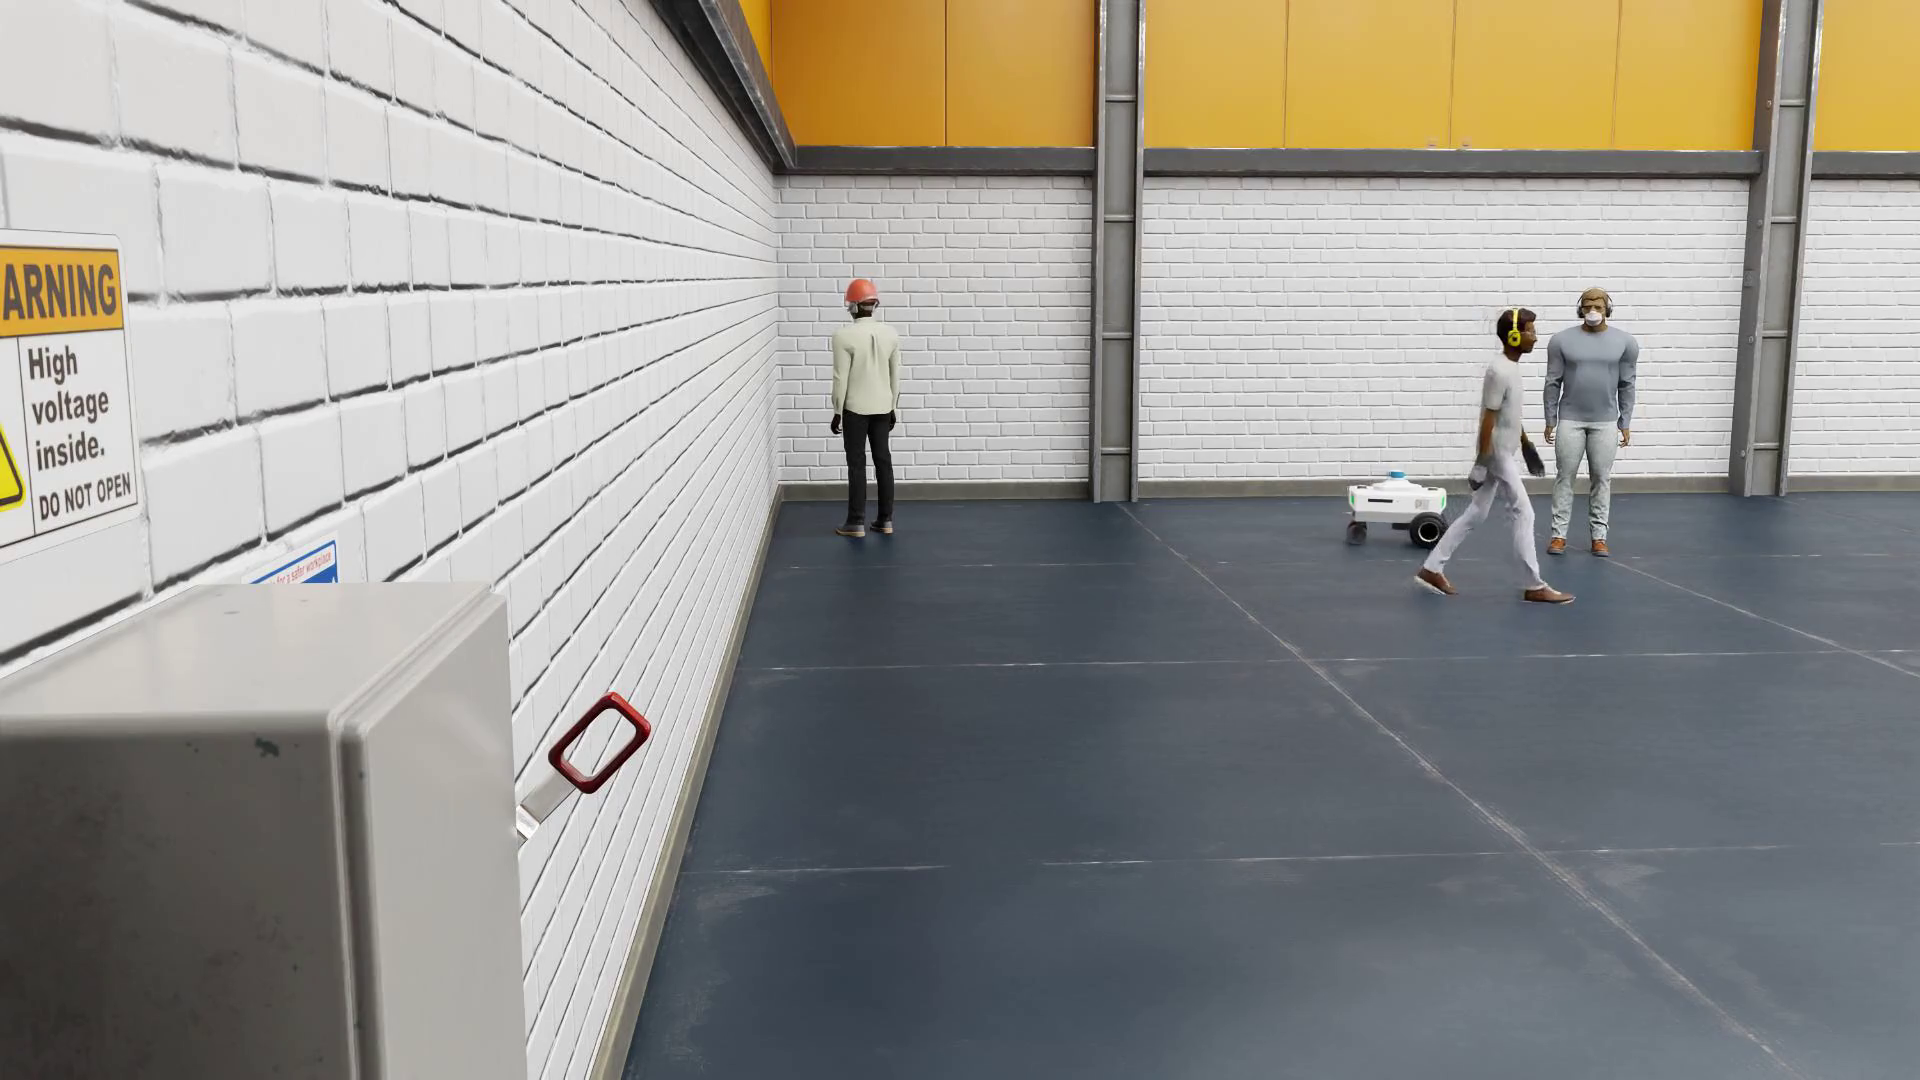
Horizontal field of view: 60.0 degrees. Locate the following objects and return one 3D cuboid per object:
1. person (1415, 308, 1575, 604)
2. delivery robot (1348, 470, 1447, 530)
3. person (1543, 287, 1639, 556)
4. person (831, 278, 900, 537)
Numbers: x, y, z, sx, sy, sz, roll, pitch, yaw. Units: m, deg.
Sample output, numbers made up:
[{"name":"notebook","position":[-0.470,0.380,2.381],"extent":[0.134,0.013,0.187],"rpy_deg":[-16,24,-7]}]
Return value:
[{"name":"person","position":[3.324,-0.517,10.342],"extent":[0.952,1.826,0.502],"rpy_deg":[3,9,17]},{"name":"delivery robot","position":[3.278,-0.283,12.493],"extent":[0.707,0.478,0.477],"rpy_deg":[2,9,13]},{"name":"person","position":[4.535,-0.849,12.009],"extent":[0.630,1.940,0.372],"rpy_deg":[3,10,18]},{"name":"person","position":[-0.739,-1.024,12.924],"extent":[0.609,1.997,0.375],"rpy_deg":[-7,11,-37]}]
